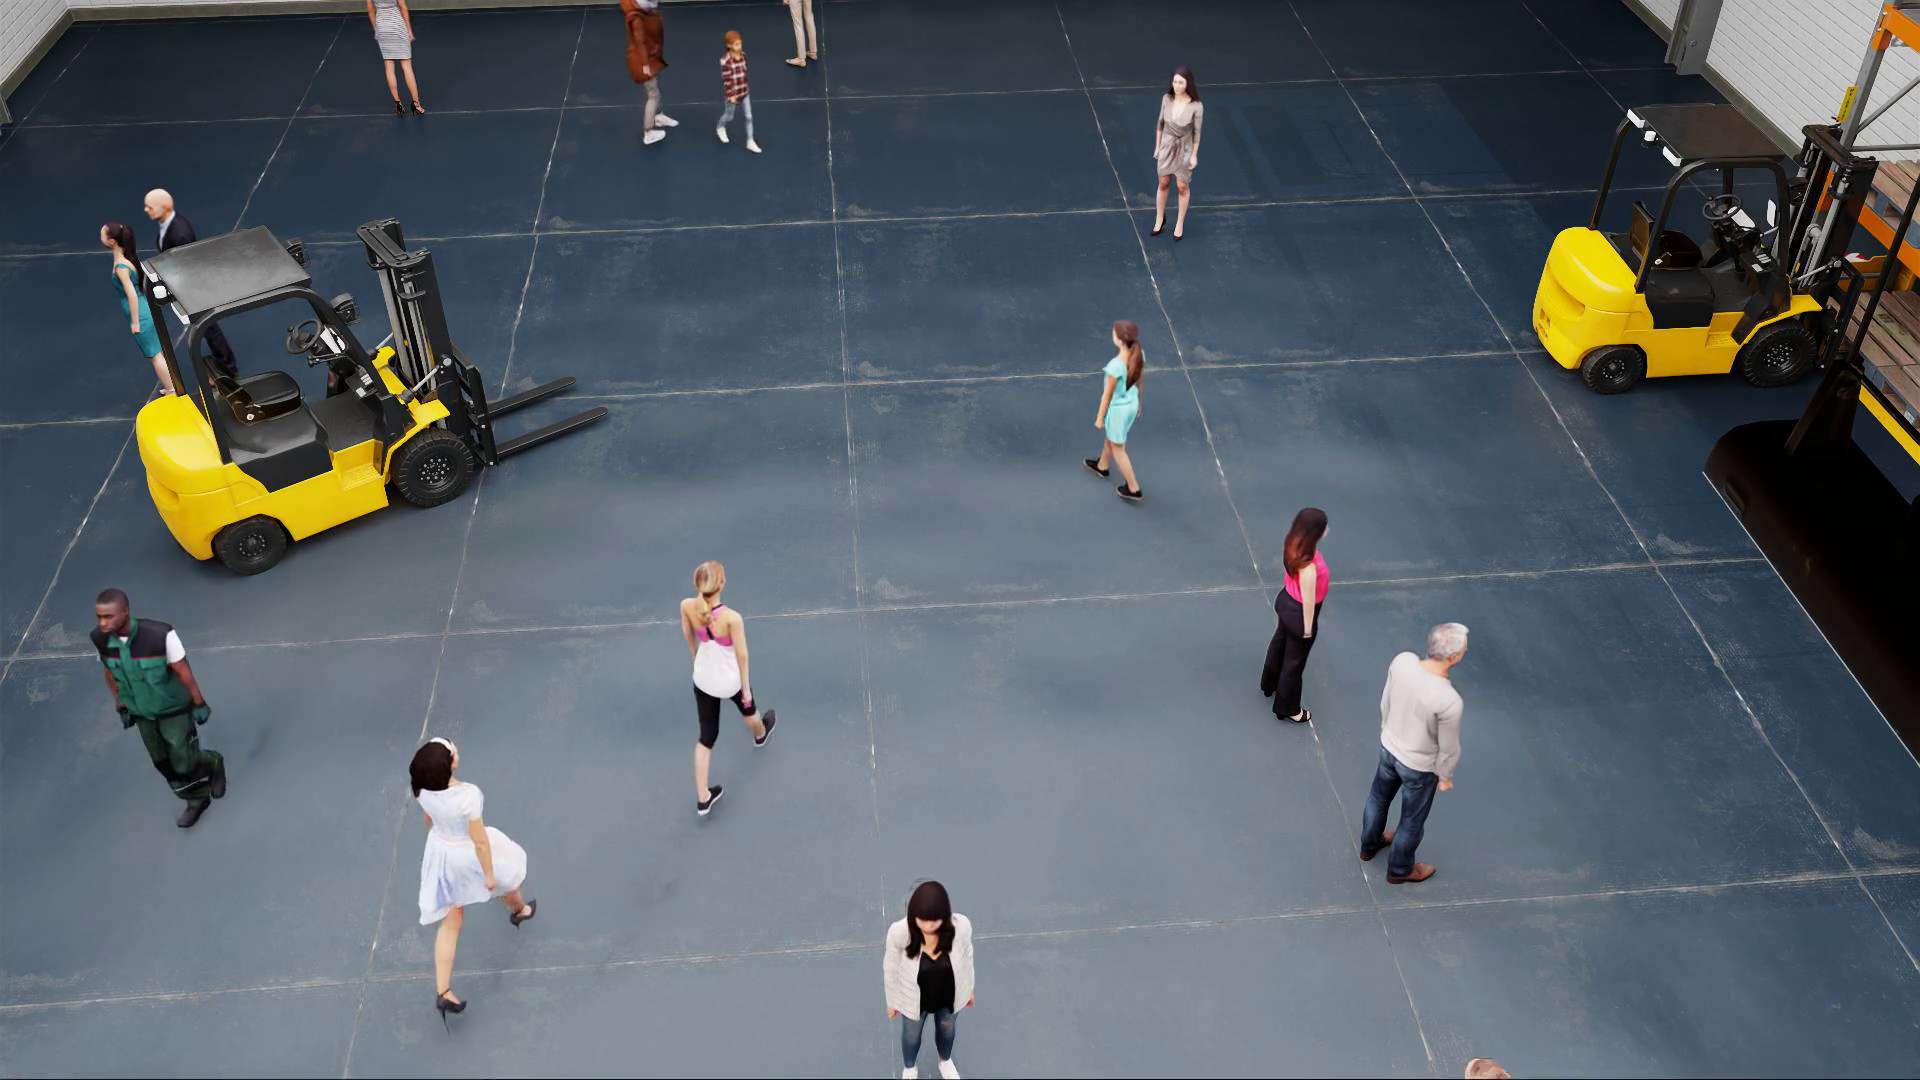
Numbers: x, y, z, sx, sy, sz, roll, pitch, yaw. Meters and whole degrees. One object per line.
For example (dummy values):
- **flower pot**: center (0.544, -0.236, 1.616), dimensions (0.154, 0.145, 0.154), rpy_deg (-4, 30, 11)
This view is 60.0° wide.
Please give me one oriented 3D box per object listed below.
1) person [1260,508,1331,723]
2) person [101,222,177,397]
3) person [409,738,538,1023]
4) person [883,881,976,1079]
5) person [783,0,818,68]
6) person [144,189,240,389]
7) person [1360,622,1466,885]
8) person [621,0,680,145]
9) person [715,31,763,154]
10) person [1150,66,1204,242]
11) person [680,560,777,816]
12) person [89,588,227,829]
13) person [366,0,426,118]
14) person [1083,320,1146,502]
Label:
- **person**: center (2.208, 0.472, 10.836), dimensions (0.643, 1.662, 0.454), rpy_deg (-5, 39, -6)
- **person**: center (-6.766, -1.862, 13.739), dimensions (0.652, 1.687, 0.477), rpy_deg (-9, 40, -12)
- **person**: center (-2.745, 1.836, 9.038), dimensions (0.963, 1.774, 1.277), rpy_deg (13, 40, 15)
- **person**: center (-0.151, 2.306, 8.561), dimensions (0.648, 1.635, 0.582), rpy_deg (-8, 39, -10)
- **person**: center (-1.873, -6.402, 19.414), dimensions (0.771, 1.698, 0.688), rpy_deg (22, 43, 25)
- **person**: center (-6.459, -2.149, 14.008), dimensions (0.814, 1.798, 0.689), rpy_deg (-22, 44, -25)
- **person**: center (2.634, 1.249, 9.673), dimensions (0.882, 1.899, 0.731), rpy_deg (-19, 42, -22)
- **person**: center (-3.372, -5.091, 17.680), dimensions (0.862, 1.814, 0.647), rpy_deg (-10, 40, -13)
- **person**: center (-2.441, -4.799, 17.736), dimensions (0.829, 1.287, 0.940), rpy_deg (-30, 47, -32)
- **person**: center (2.086, -3.728, 16.027), dimensions (0.670, 1.746, 0.687), rpy_deg (19, 42, 22)
- **person**: center (-1.522, 0.934, 10.199), dimensions (0.975, 1.734, 1.246), rpy_deg (13, 40, 16)
- **person**: center (-4.809, 0.955, 10.098), dimensions (0.762, 1.827, 0.792), rpy_deg (3, 39, 4)
- **person**: center (-6.230, -5.531, 18.224), dimensions (0.632, 1.822, 0.580), rpy_deg (3, 39, 4)
- **person**: center (1.267, -0.976, 12.748), dimensions (0.889, 1.538, 0.994), rpy_deg (-31, 48, -33)
